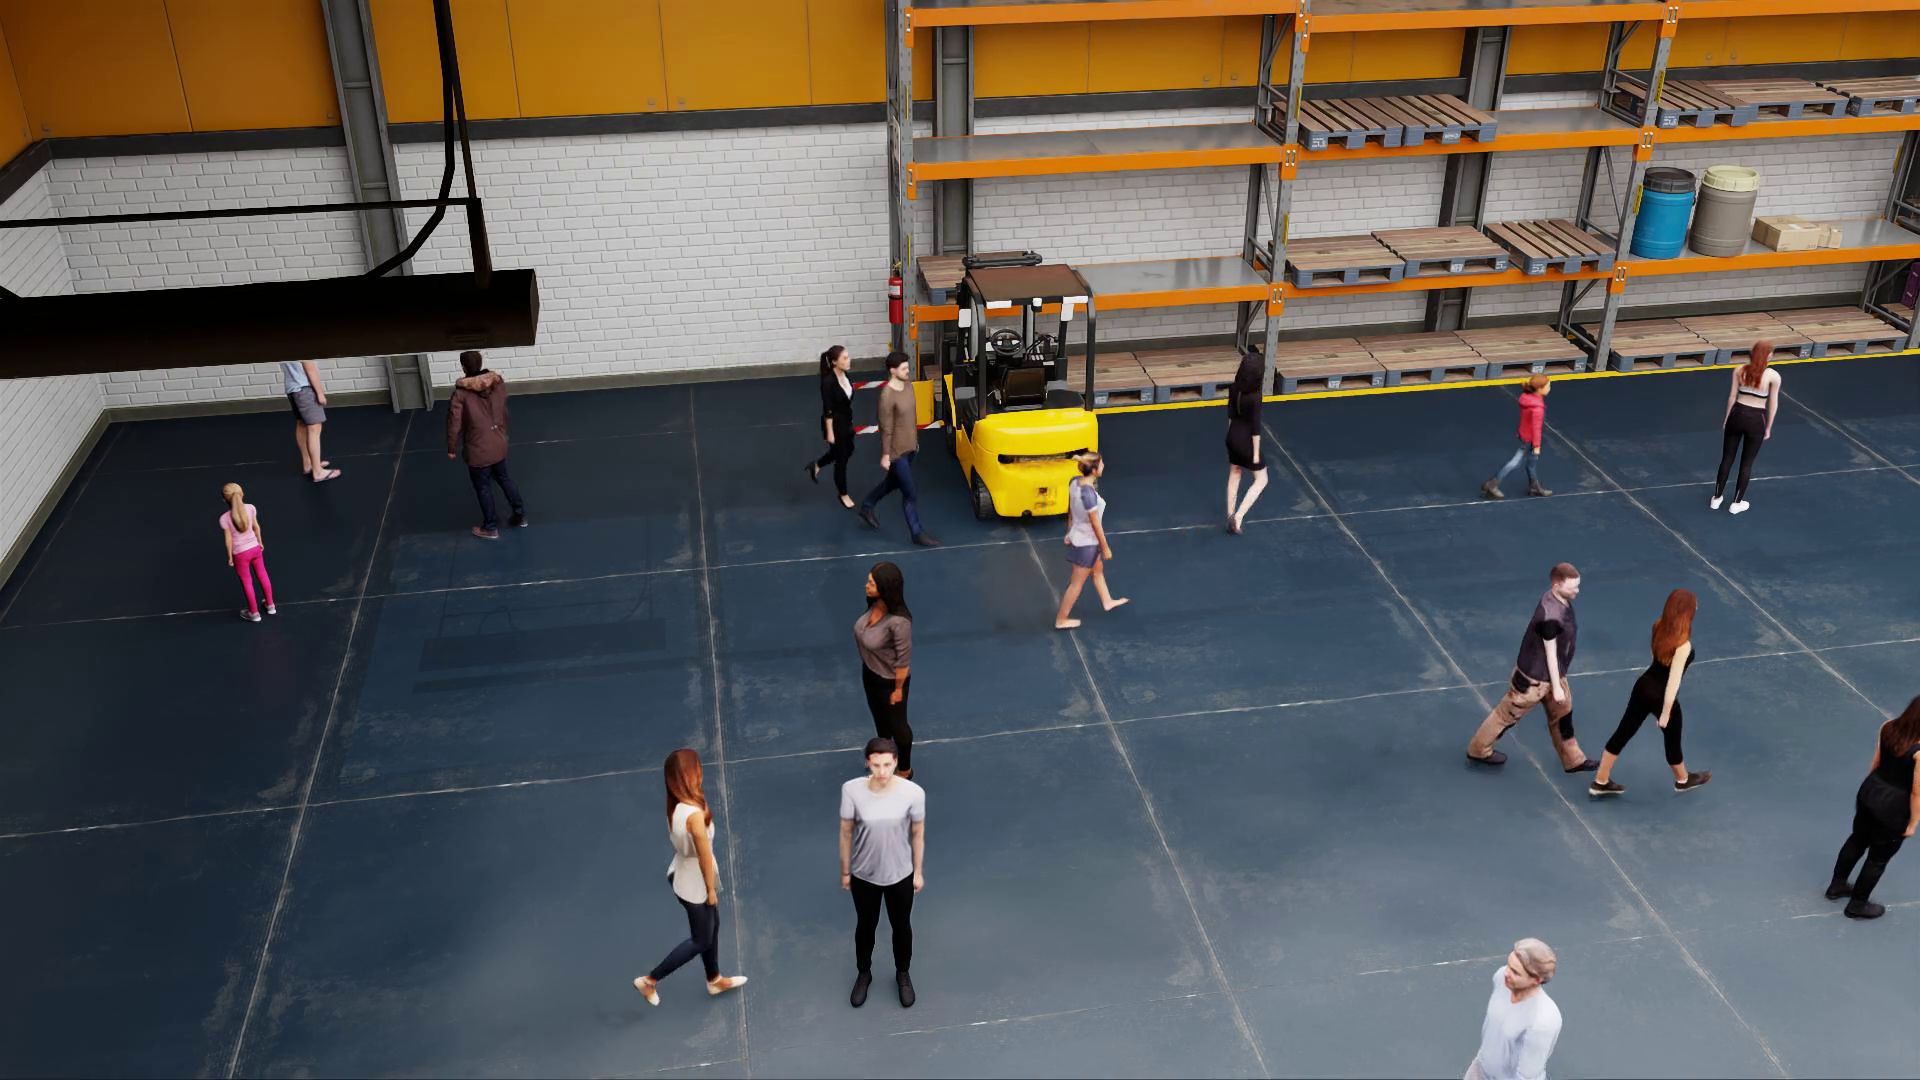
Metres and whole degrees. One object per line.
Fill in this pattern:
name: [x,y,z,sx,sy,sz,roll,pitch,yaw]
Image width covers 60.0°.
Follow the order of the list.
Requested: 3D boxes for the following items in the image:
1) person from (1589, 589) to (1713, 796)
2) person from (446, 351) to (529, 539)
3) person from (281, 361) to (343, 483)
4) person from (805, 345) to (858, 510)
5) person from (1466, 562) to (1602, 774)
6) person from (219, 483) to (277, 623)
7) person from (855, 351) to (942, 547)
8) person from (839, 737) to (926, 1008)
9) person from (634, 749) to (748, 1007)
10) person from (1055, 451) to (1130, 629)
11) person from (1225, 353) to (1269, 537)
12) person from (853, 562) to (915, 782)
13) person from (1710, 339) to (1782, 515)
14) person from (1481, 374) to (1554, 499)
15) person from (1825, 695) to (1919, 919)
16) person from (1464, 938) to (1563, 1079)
person: [4.817,1.123,11.718,1.090,1.686,0.585,-5,29,-8]
person: [-4.326,-0.879,15.225,0.949,1.842,0.885,16,33,27]
person: [-6.458,-1.459,16.301,0.738,1.829,0.773,23,36,36]
person: [-1.227,-1.082,15.803,0.985,1.644,0.869,12,31,21]
person: [4.066,0.937,11.952,1.287,1.788,1.146,12,31,21]
person: [-6.037,0.081,14.061,0.647,1.271,0.585,20,34,32]
person: [-0.628,-0.842,15.141,1.247,1.857,1.079,12,31,21]
person: [-0.461,1.976,9.967,0.550,1.864,0.761,0,29,0]
person: [-1.671,2.070,9.905,1.002,1.759,0.776,-12,31,-21]
person: [0.964,0.036,13.810,0.906,1.590,0.578,-5,29,-9]
person: [2.525,-0.820,15.165,0.723,1.797,0.723,-16,33,-27]
person: [-0.510,0.964,11.847,0.699,1.841,0.716,-14,32,-24]
person: [7.419,-1.080,15.700,0.669,1.740,0.714,22,35,34]
person: [5.378,-0.971,15.972,0.980,1.288,0.726,5,29,8]
person: [5.931,1.700,10.660,0.540,1.686,0.588,-6,29,-11]
person: [2.837,2.768,8.492,0.816,1.887,0.674,-6,29,-11]
